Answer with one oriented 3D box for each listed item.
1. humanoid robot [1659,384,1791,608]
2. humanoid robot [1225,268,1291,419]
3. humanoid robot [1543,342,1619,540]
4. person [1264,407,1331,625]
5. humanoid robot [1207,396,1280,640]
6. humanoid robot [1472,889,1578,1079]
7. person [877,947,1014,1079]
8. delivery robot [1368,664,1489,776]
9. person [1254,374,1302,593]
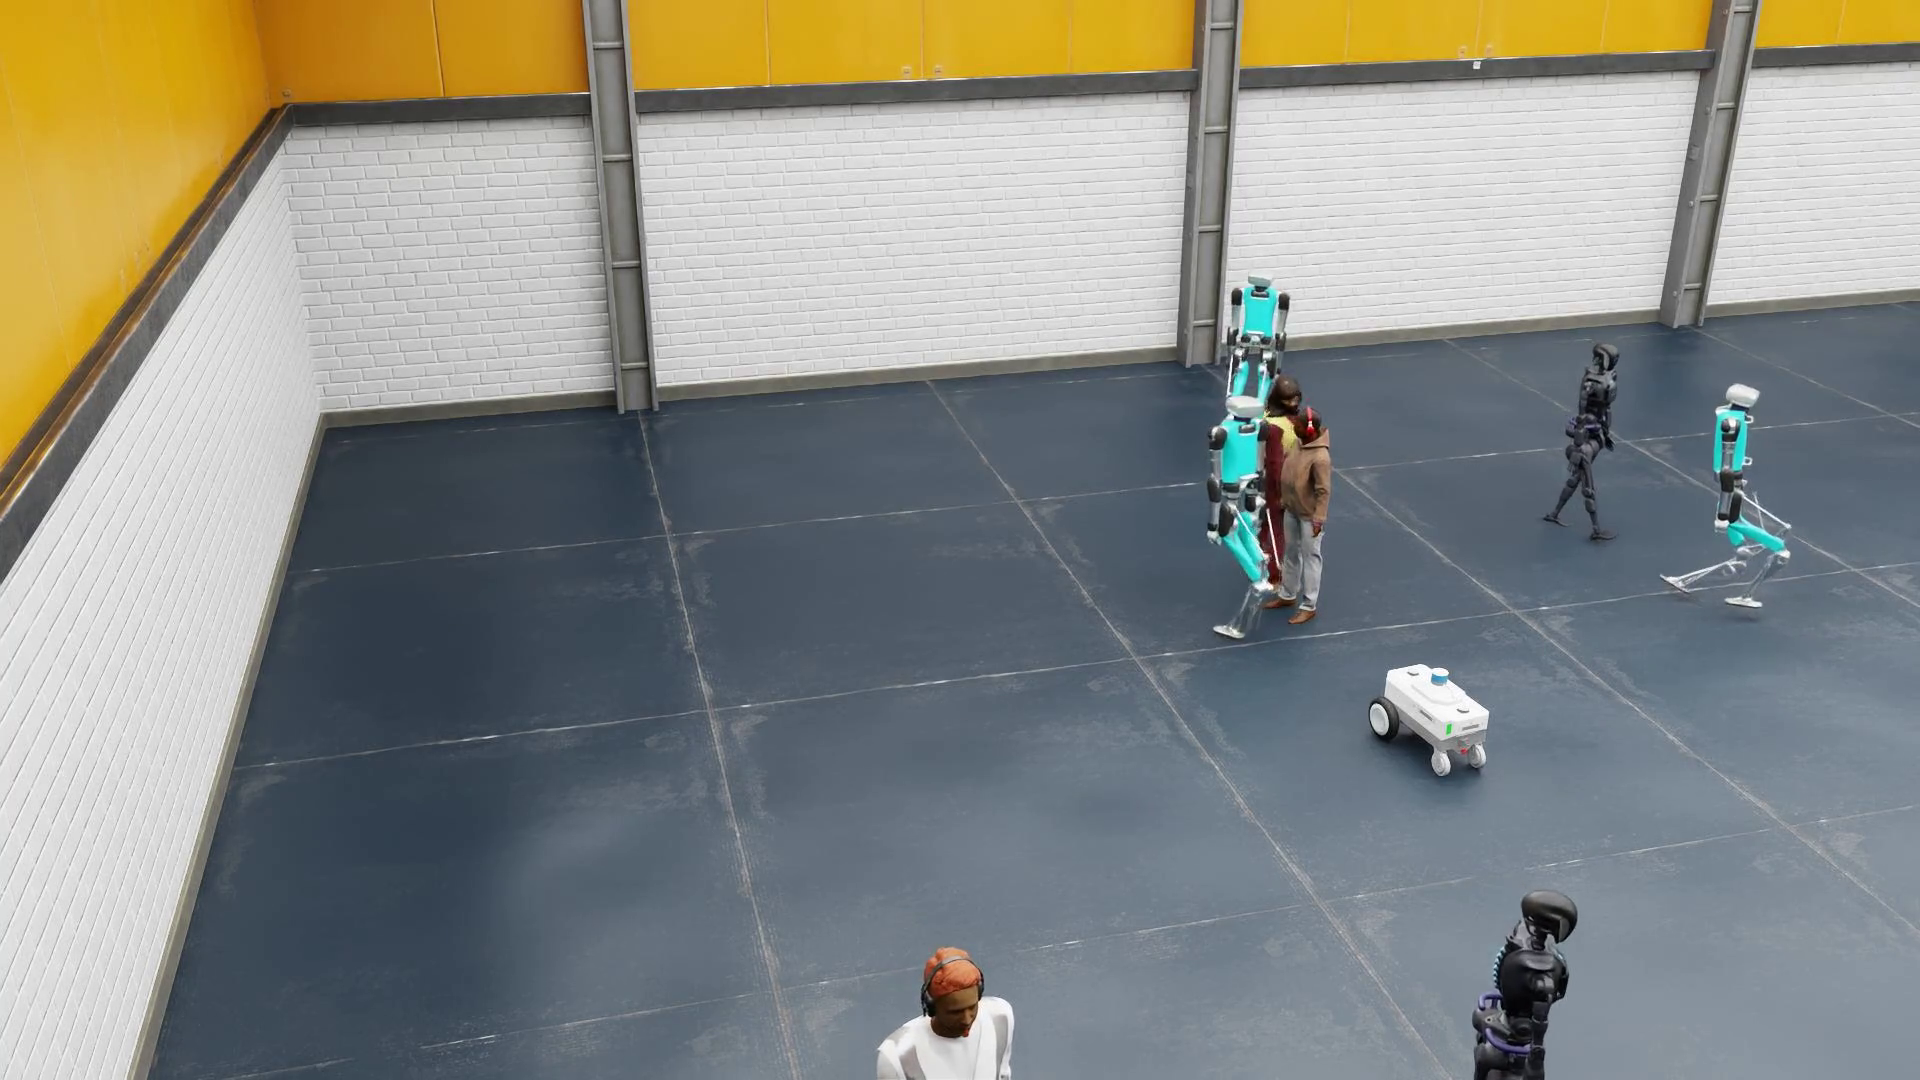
[{"bbox_3d":[5.721,-0.260,12.112,0.977,1.742,0.548,11,26,23],"label":"humanoid robot"},{"bbox_3d":[2.622,-1.483,14.967,0.547,1.850,0.667,7,25,16],"label":"humanoid robot"},{"bbox_3d":[5.165,-0.812,13.499,0.735,1.631,0.607,22,32,40],"label":"humanoid robot"},{"bbox_3d":[2.498,-0.188,12.069,0.328,1.649,0.461,-10,26,-22],"label":"person"},{"bbox_3d":[2.083,-0.054,11.775,0.559,1.851,0.736,-16,28,-32],"label":"humanoid robot"},{"bbox_3d":[2.262,2.117,6.888,0.789,1.639,0.610,2,24,5],"label":"humanoid robot"},{"bbox_3d":[-0.039,2.293,6.150,0.583,1.882,0.337,-15,28,-31],"label":"person"},{"bbox_3d":[2.990,1.092,10.549,0.499,0.614,0.791,-9,25,-19],"label":"delivery robot"},{"bbox_3d":[2.400,-0.446,12.534,0.487,1.747,0.509,8,25,18],"label":"person"}]
